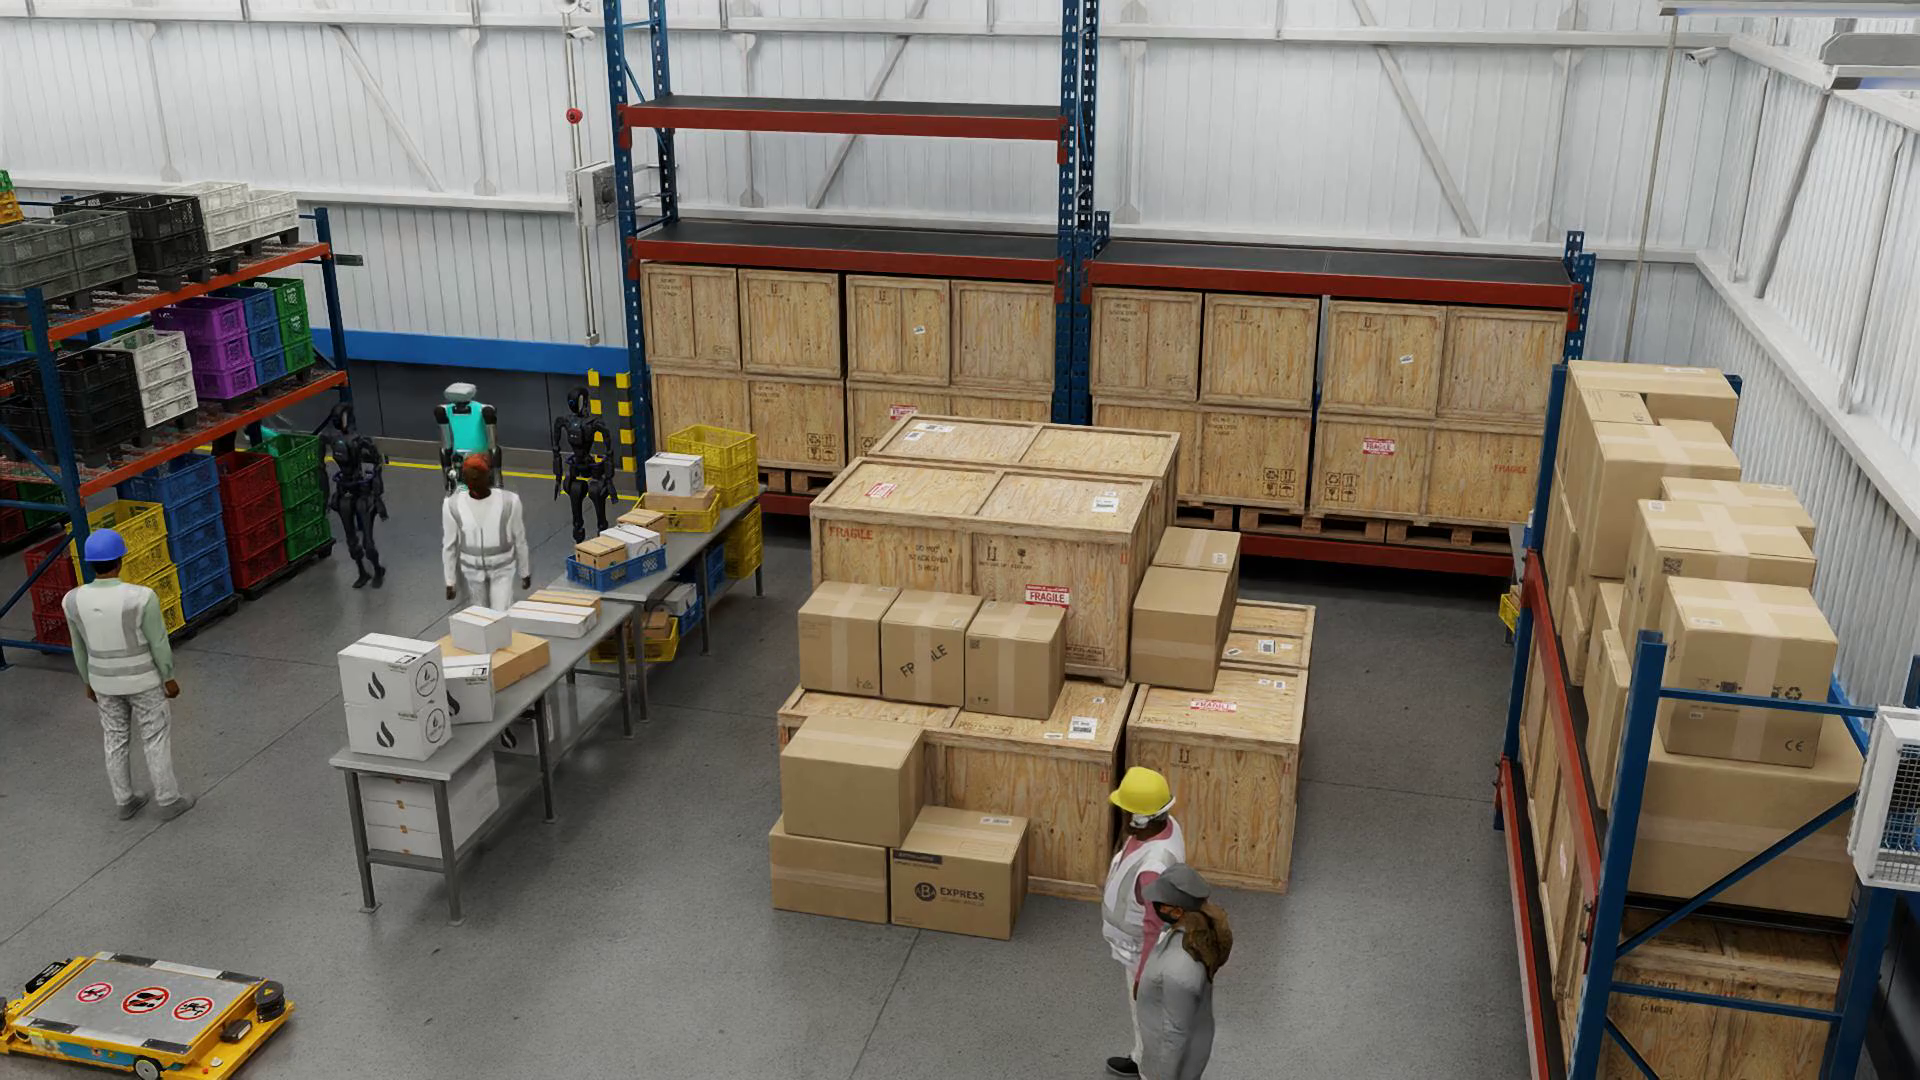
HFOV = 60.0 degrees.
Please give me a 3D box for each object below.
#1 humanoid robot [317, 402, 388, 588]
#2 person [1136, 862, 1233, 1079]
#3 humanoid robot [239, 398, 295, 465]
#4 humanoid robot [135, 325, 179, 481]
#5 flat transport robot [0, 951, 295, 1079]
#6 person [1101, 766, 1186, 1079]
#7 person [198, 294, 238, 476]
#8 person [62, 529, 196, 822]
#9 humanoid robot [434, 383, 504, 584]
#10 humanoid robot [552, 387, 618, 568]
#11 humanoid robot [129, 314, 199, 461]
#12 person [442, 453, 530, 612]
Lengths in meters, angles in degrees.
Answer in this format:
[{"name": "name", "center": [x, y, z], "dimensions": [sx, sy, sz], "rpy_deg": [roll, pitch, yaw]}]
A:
[{"name": "humanoid robot", "center": [-5.118, -0.379, 14.055], "dimensions": [0.589, 1.645, 0.351], "rpy_deg": [2, 21, 5]}, {"name": "person", "center": [0.955, 2.186, 7.223], "dimensions": [0.398, 1.768, 0.572], "rpy_deg": [5, 21, 13]}, {"name": "humanoid robot", "center": [-6.678, -1.116, 15.974], "dimensions": [0.766, 1.805, 0.540], "rpy_deg": [-8, 23, -21]}, {"name": "humanoid robot", "center": [-7.902, -1.305, 16.423], "dimensions": [0.726, 1.799, 0.531], "rpy_deg": [16, 26, 35]}, {"name": "flat transport robot", "center": [-4.270, 2.464, 8.601], "dimensions": [1.431, 0.231, 0.659], "rpy_deg": [5, 22, 13]}, {"name": "person", "center": [0.867, 1.901, 7.887], "dimensions": [0.404, 1.828, 0.591], "rpy_deg": [2, 21, 7]}, {"name": "person", "center": [-7.202, -1.399, 16.217], "dimensions": [0.355, 2.047, 0.613], "rpy_deg": [0, 21, 0]}, {"name": "person", "center": [-5.229, 0.862, 10.463], "dimensions": [0.603, 1.940, 0.419], "rpy_deg": [2, 21, 4]}, {"name": "humanoid robot", "center": [-4.166, -0.363, 14.031], "dimensions": [0.543, 1.866, 0.659], "rpy_deg": [2, 21, 6]}, {"name": "humanoid robot", "center": [-3.243, -0.530, 14.438], "dimensions": [0.599, 1.657, 0.315], "rpy_deg": [5, 22, 13]}, {"name": "humanoid robot", "center": [-8.156, -1.488, 16.983], "dimensions": [0.391, 1.645, 0.611], "rpy_deg": [15, 25, 33]}, {"name": "person", "center": [-3.481, 0.211, 12.285], "dimensions": [0.583, 1.850, 0.916], "rpy_deg": [-1, 21, -4]}]
